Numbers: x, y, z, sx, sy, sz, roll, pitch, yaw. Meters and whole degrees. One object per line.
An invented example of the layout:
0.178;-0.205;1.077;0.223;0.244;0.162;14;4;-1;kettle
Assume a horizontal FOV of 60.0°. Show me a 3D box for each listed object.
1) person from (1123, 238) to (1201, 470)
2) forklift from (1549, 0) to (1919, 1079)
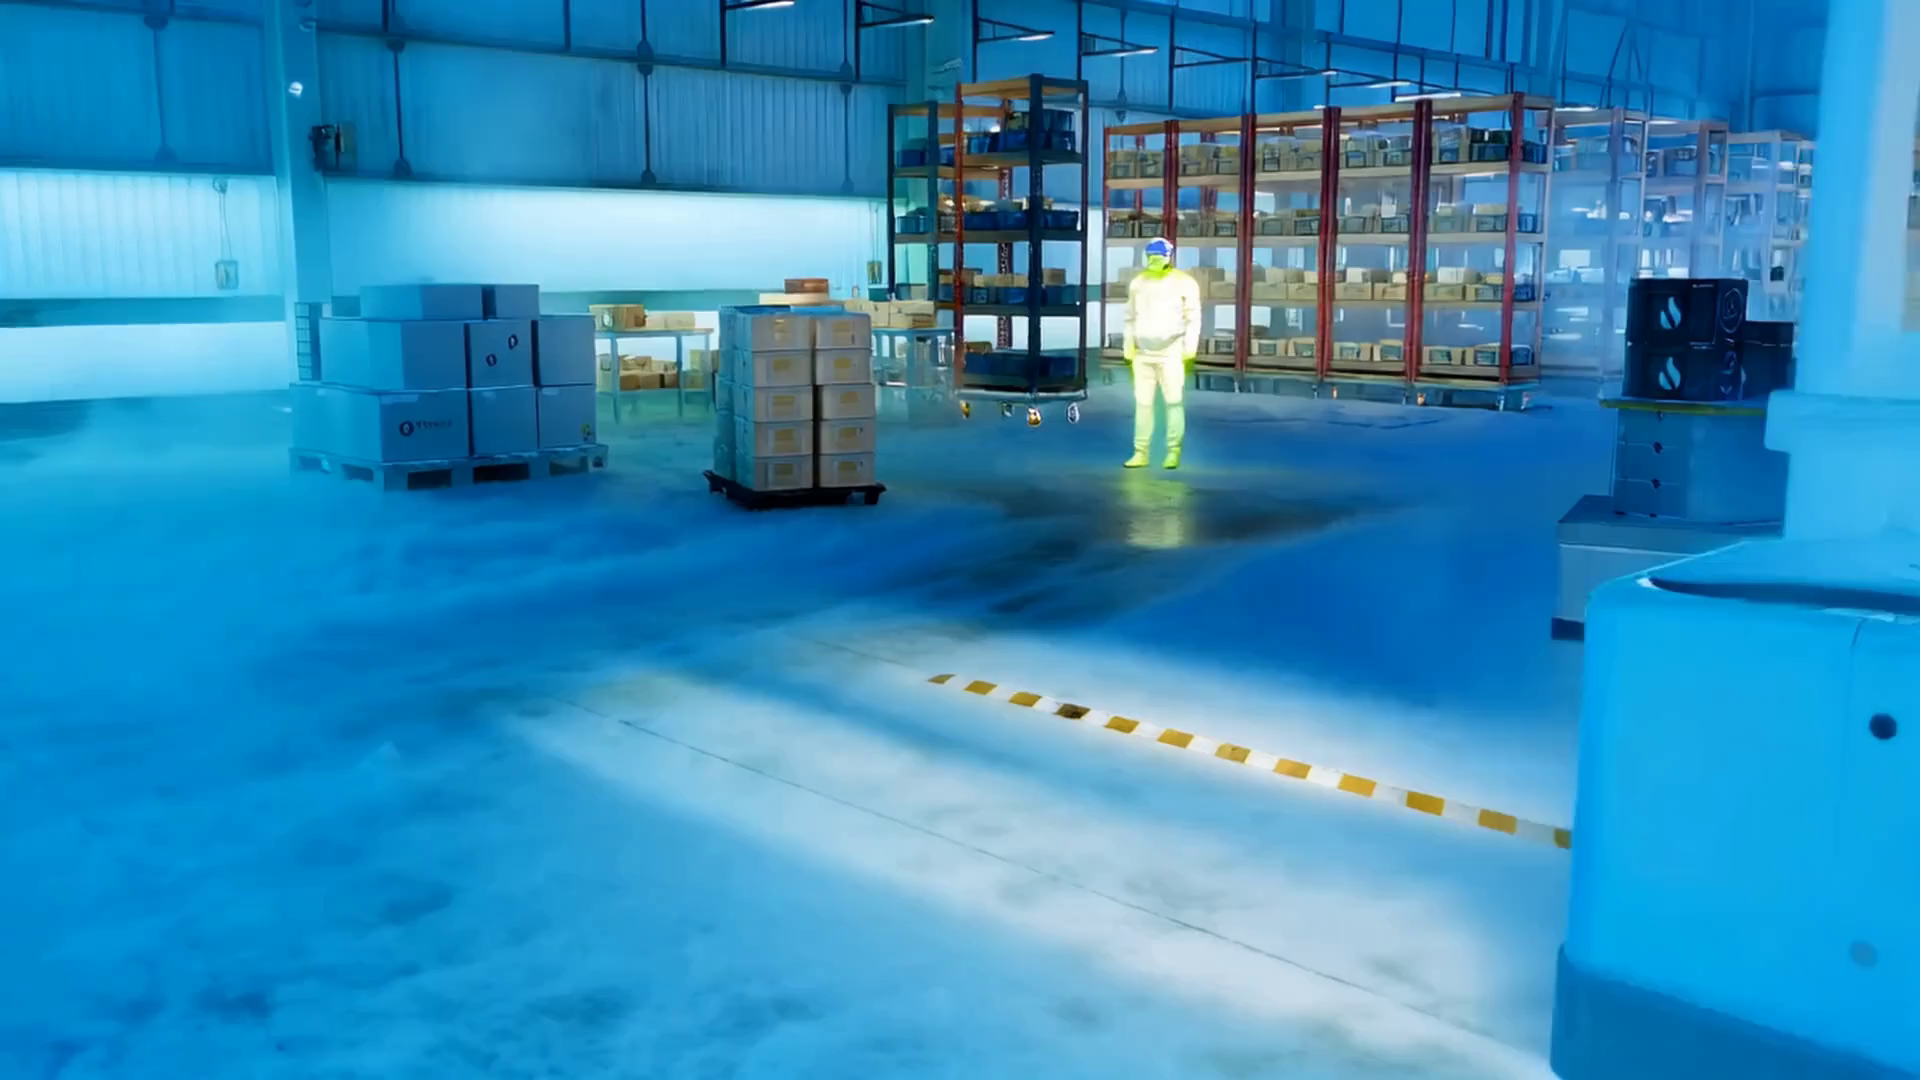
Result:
1.640;-1.533;13.750;0.651;1.907;0.409;5;11;30;person
2.188;-0.297;3.396;1.873;2.768;1.129;-9;13;-43;forklift
